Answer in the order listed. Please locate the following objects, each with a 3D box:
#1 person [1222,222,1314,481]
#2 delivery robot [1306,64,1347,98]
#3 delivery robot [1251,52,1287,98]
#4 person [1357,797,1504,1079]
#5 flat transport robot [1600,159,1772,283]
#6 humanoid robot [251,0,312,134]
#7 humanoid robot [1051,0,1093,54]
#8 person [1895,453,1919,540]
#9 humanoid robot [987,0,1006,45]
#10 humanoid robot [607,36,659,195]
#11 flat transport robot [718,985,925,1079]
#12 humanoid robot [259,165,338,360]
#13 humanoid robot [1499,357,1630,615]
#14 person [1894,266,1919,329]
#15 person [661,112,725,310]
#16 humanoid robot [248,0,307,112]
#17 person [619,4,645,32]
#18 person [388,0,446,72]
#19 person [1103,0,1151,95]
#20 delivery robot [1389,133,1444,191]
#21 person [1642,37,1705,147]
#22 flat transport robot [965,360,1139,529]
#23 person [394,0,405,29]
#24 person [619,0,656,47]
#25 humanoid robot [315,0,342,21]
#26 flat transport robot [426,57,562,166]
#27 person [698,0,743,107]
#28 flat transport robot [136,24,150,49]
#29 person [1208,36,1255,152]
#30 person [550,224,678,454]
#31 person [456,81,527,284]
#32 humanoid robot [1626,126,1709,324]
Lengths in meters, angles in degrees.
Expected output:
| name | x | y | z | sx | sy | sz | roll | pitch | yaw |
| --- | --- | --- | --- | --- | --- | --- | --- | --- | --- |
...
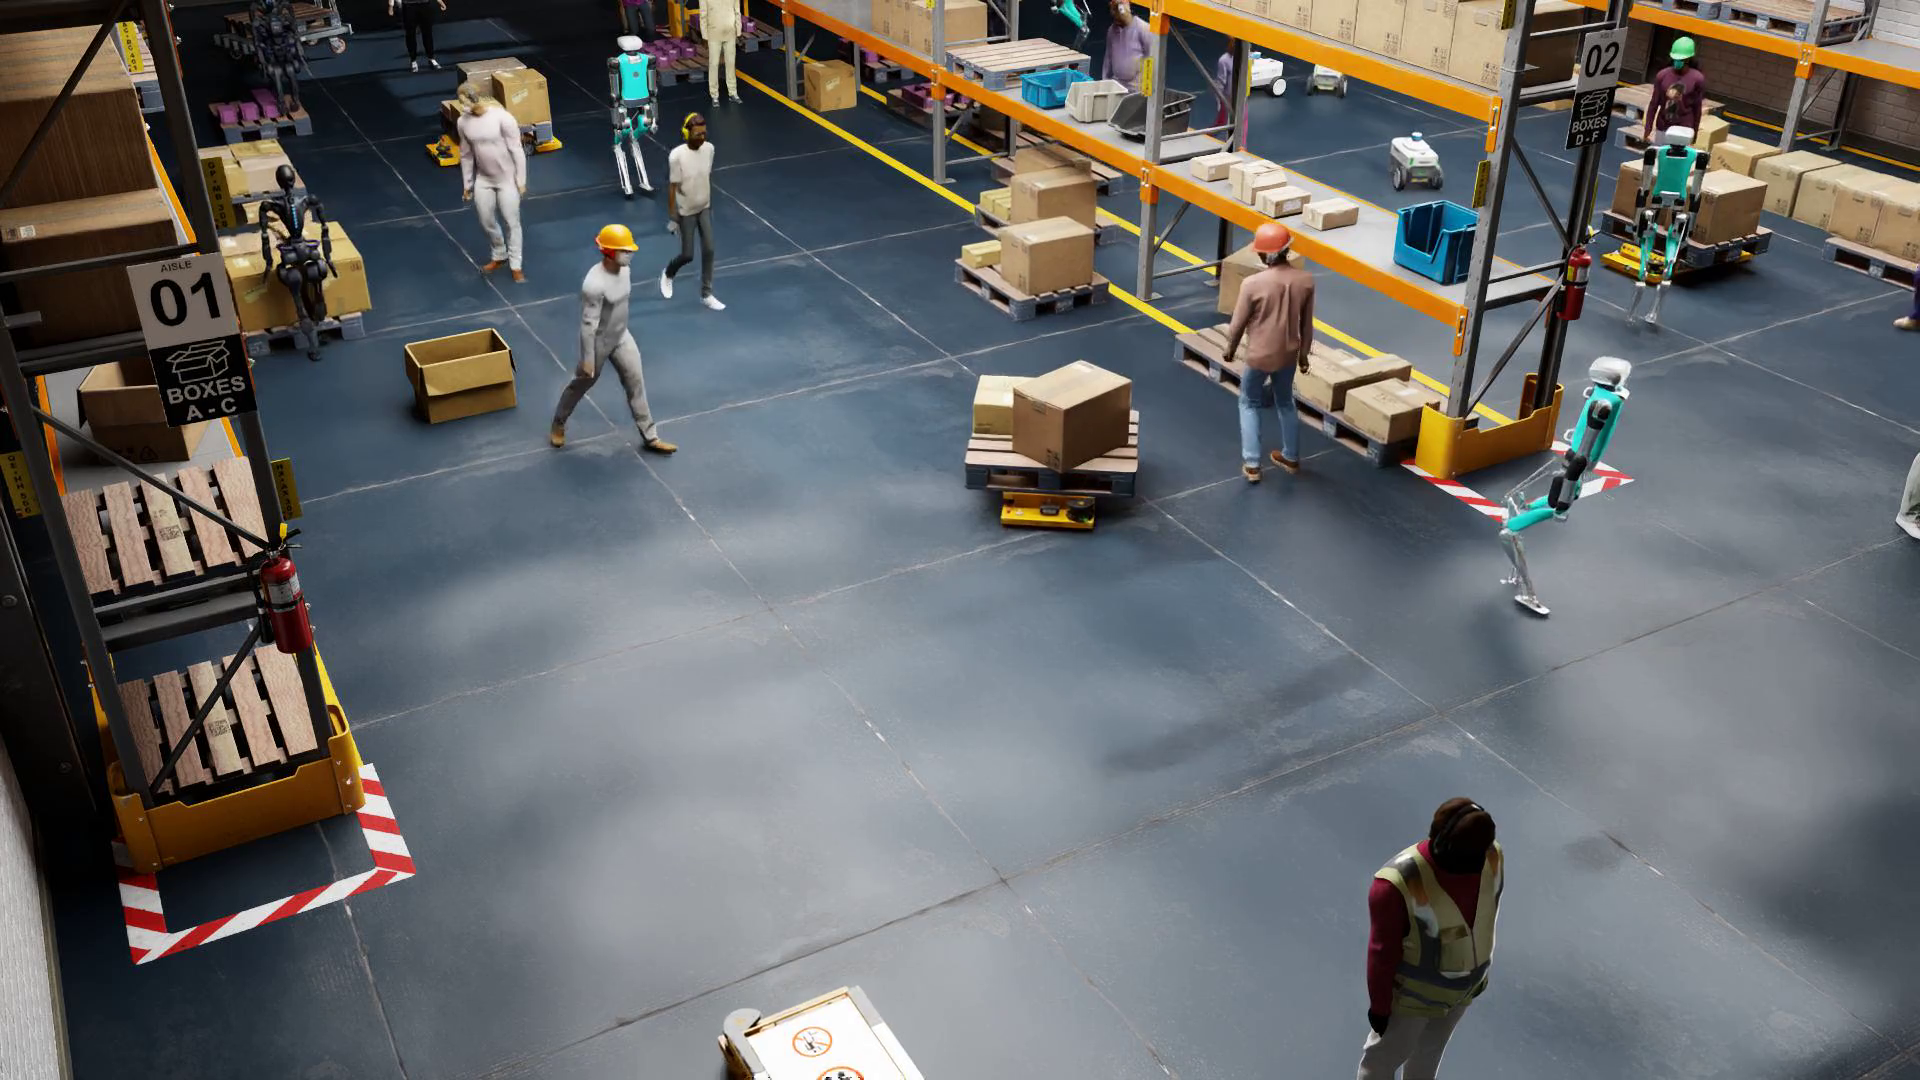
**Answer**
| name | x | y | z | sx | sy | sz | roll | pitch | yaw |
| --- | --- | --- | --- | --- | --- | --- | --- | --- | --- |
| person | 2.252 | -1.357 | 12.076 | 0.645 | 1.958 | 0.433 | -12 | 32 | -20 |
| delivery robot | 4.843 | -6.120 | 21.785 | 0.499 | 0.602 | 0.801 | 10 | 31 | 16 |
| delivery robot | 3.834 | -6.046 | 21.620 | 0.739 | 0.566 | 0.499 | -16 | 33 | -25 |
| person | 1.897 | 1.793 | 6.713 | 0.620 | 1.841 | 0.429 | -15 | 33 | -25 |
| flat transport robot | 7.058 | -2.820 | 16.318 | 1.431 | 0.231 | 0.659 | -16 | 33 | -25 |
| humanoid robot | -8.103 | -5.722 | 19.965 | 0.603 | 1.652 | 0.472 | -22 | 37 | -33 |
| humanoid robot | 1.551 | -7.408 | 22.843 | 0.793 | 1.765 | 0.550 | 20 | 35 | 31 |
| person | 6.865 | -0.923 | 11.358 | 0.584 | 1.922 | 0.373 | -15 | 33 | -25 |
| humanoid robot | 0.576 | -7.522 | 23.087 | 0.385 | 1.646 | 0.609 | 22 | 36 | 33 |
| humanoid robot | -3.527 | -4.560 | 17.746 | 0.533 | 1.671 | 0.735 | -16 | 33 | -25 |
| flat transport robot | -0.465 | 2.465 | 7.118 | 0.659 | 0.231 | 1.431 | -16 | 33 | -25 |
| humanoid robot | -5.654 | -2.389 | 14.166 | 0.597 | 1.643 | 0.611 | -16 | 34 | -26 |
| humanoid robot | 3.705 | -0.370 | 10.582 | 0.784 | 1.782 | 0.544 | 16 | 33 | 25 |
| person | 8.642 | -2.618 | 14.637 | 0.607 | 1.589 | 0.473 | 5 | 30 | 8 |
| person | -2.477 | -2.998 | 15.067 | 0.653 | 1.836 | 0.528 | 25 | 38 | 36 |
| humanoid robot | -8.455 | -6.117 | 20.633 | 0.599 | 1.654 | 0.315 | -16 | 33 | -25 |
| person | -4.909 | -8.494 | 24.724 | 0.580 | 1.723 | 0.722 | 6 | 30 | 10 |
| person | -7.401 | -7.294 | 22.610 | 0.756 | 1.758 | 0.432 | -15 | 33 | -25 |
| person | 1.899 | -5.161 | 18.806 | 0.728 | 1.862 | 0.396 | 25 | 38 | 37 |
| delivery robot | 5.034 | -4.190 | 18.435 | 0.499 | 0.613 | 0.814 | -2 | 30 | -4 |
| person | 7.387 | -4.294 | 17.271 | 0.505 | 1.888 | 0.980 | 22 | 36 | 33 |
| flat transport robot | 0.695 | -0.506 | 12.290 | 0.659 | 0.231 | 1.431 | 3 | 30 | 6 |
| person | -8.290 | -8.331 | 24.561 | 0.500 | 1.609 | 0.709 | -26 | 39 | -38 |
| person | -4.379 | -7.280 | 22.515 | 0.532 | 1.833 | 0.474 | -11 | 32 | -19 |
| humanoid robot | -9.553 | -8.620 | 24.813 | 0.533 | 1.671 | 0.735 | -16 | 33 | -25 |
| flat transport robot | -5.473 | -4.659 | 19.520 | 1.431 | 0.231 | 0.659 | -16 | 33 | -25 |
| person | -3.012 | -6.403 | 21.068 | 0.561 | 1.747 | 0.333 | -15 | 33 | -25 |
| flat transport robot | -12.112 | -7.218 | 23.975 | 1.431 | 0.231 | 0.659 | -16 | 33 | -25 |
| person | 3.041 | -4.973 | 18.729 | 0.513 | 1.598 | 0.820 | -13 | 32 | -21 |
| person | -2.730 | -1.505 | 12.483 | 1.040 | 1.831 | 0.613 | 14 | 33 | 23 |
| person | -4.353 | -3.373 | 15.661 | 0.687 | 1.898 | 0.416 | 8 | 31 | 13 |
| humanoid robot | 6.146 | -2.646 | 14.596 | 0.551 | 1.849 | 0.690 | 12 | 32 | 19 |
